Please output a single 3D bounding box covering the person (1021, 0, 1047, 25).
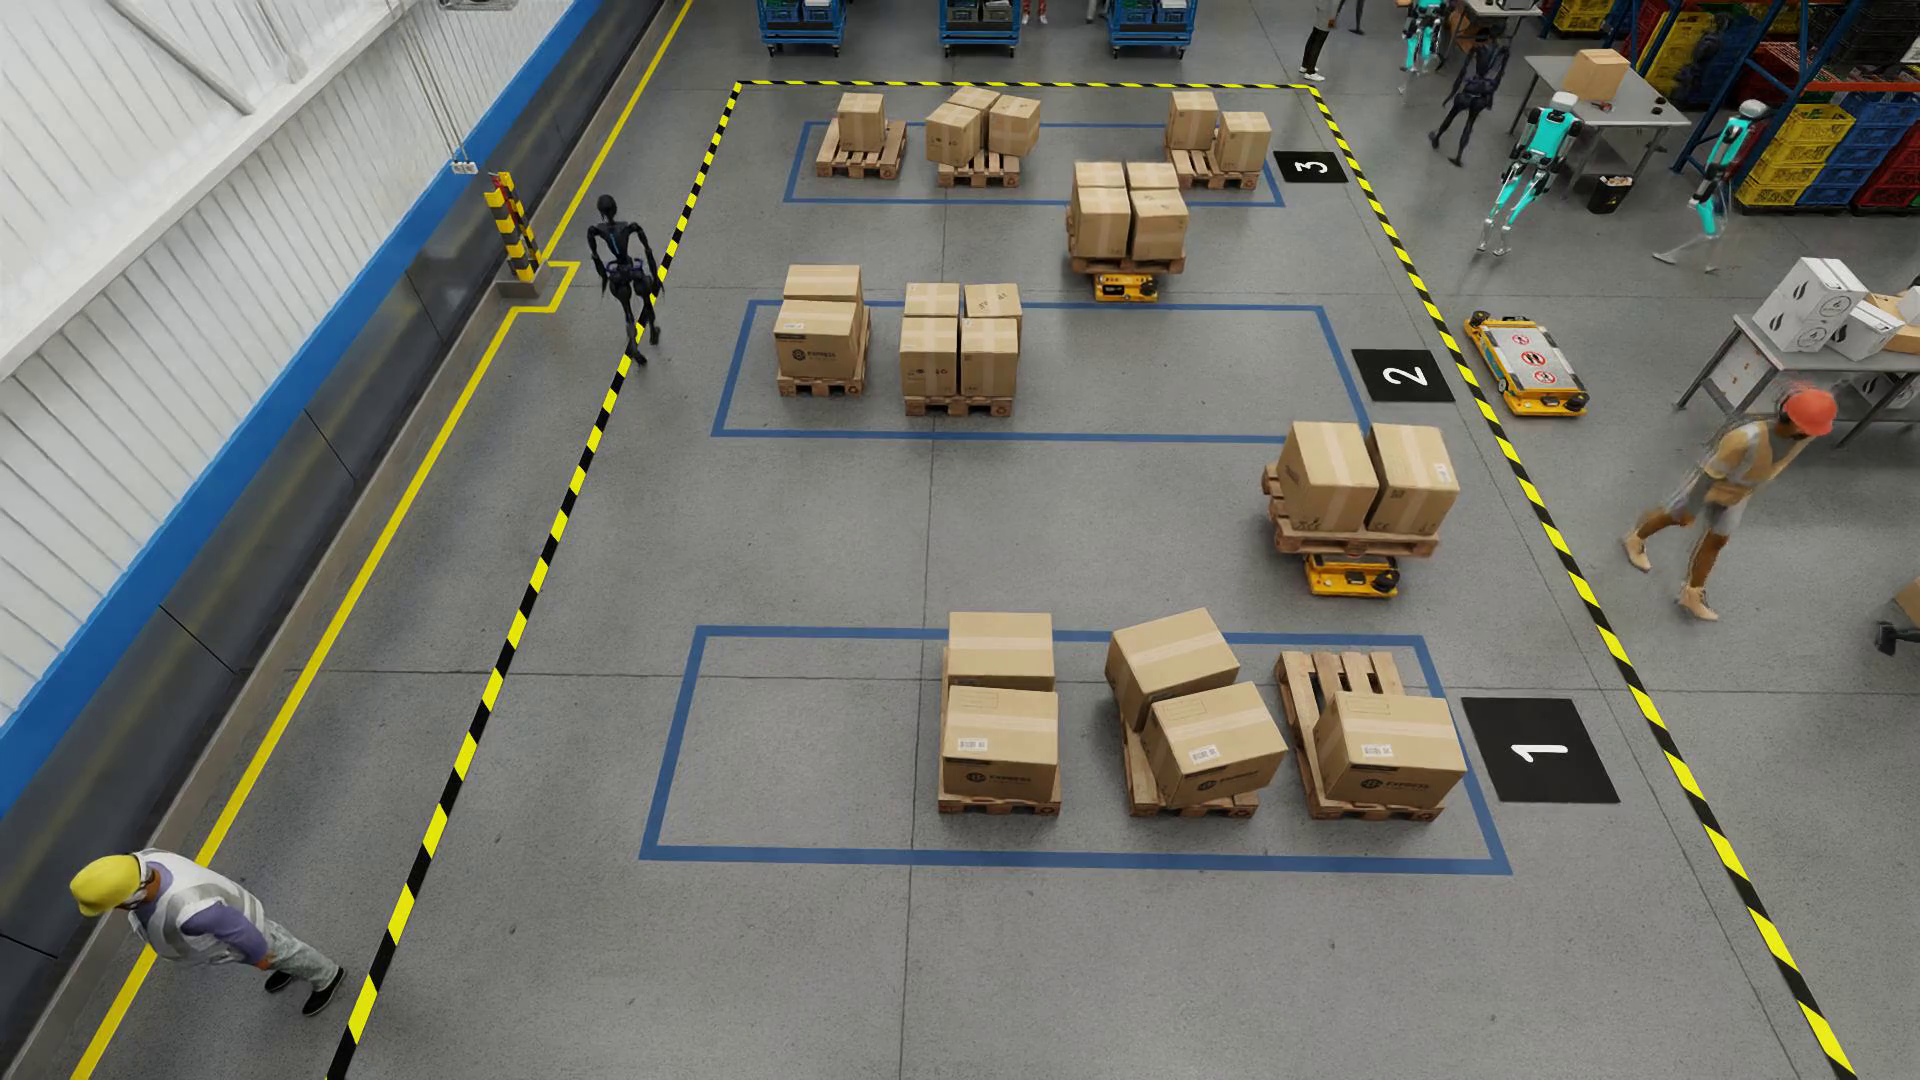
[{"bbox_3d":[1.242,-9.182,14.390,0.587,1.920,0.391,-1,49,-1],"label":"person"}]

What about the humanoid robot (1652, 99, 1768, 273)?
[{"bbox_3d":[8.175,-3.629,9.756,0.826,1.864,0.547,35,58,27],"label":"humanoid robot"}]

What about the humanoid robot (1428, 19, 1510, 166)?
[{"bbox_3d":[6.423,-5.623,11.493,0.608,1.618,0.772,-1,49,-1],"label":"humanoid robot"}]

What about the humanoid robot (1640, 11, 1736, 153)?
[{"bbox_3d":[9.211,-5.834,11.653,0.591,1.639,0.483,-34,57,-26],"label":"humanoid robot"}]

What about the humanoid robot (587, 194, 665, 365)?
[{"bbox_3d":[-3.173,-2.488,8.765,0.590,1.628,0.642,-7,49,-6],"label":"humanoid robot"}]

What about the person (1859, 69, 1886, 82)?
[{"bbox_3d":[13.657,-7.518,12.937,0.543,1.939,0.350,-12,50,-10],"label":"person"}]

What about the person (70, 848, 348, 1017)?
[{"bbox_3d":[-3.823,2.031,4.748,0.589,1.821,0.404,23,53,19],"label":"person"}]

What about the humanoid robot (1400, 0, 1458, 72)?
[{"bbox_3d":[6.938,-7.540,13.141,0.591,1.636,0.617,28,55,22],"label":"humanoid robot"}]

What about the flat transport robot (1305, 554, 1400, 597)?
[{"bbox_3d":[3.142,-0.152,7.646,0.652,0.197,1.431,2,49,1],"label":"flat transport robot"}]

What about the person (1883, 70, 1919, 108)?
[{"bbox_3d":[13.252,-6.515,12.144,0.632,1.818,0.624,-13,50,-11],"label":"person"}]

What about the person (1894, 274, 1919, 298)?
[{"bbox_3d":[10.358,-3.159,9.233,0.339,1.838,0.505,-25,54,-20],"label":"person"}]

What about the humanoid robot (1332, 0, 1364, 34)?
[{"bbox_3d":[6.198,-8.834,14.263,0.588,1.628,0.739,-28,55,-22],"label":"humanoid robot"}]

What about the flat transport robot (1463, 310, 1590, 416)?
[{"bbox_3d":[5.573,-1.757,9.054,0.659,0.231,1.431,1,49,1],"label":"flat transport robot"}]

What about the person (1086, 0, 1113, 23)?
[{"bbox_3d":[2.311,-9.138,14.411,0.575,1.830,0.409,-6,49,-5],"label":"person"}]

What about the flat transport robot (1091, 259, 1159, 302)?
[{"bbox_3d":[1.804,-3.161,10.251,0.652,0.197,1.431,1,49,1],"label":"flat transport robot"}]

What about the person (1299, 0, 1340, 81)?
[{"bbox_3d":[5.243,-7.546,13.017,0.366,1.852,0.589,0,49,0],"label":"person"}]

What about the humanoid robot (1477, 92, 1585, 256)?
[{"bbox_3d":[5.981,-3.819,9.776,0.735,1.681,0.533,-37,58,-27],"label":"humanoid robot"}]

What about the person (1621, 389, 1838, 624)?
[{"bbox_3d":[5.563,-0.263,6.616,0.636,1.992,1.005,-2,49,-2],"label":"person"}]

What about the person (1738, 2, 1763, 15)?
[{"bbox_3d":[13.166,-9.418,14.515,0.613,2.038,0.393,-29,55,-23],"label":"person"}]

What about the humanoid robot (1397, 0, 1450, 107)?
[{"bbox_3d":[6.383,-6.866,12.565,0.536,1.884,0.713,0,49,0],"label":"humanoid robot"}]

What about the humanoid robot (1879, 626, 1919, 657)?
[{"bbox_3d":[7.119,0.509,6.196,0.603,1.637,0.790,3,49,3],"label":"humanoid robot"}]

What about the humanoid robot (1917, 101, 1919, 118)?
[{"bbox_3d":[12.293,-5.600,11.414,0.922,1.764,0.538,9,50,7],"label":"humanoid robot"}]
